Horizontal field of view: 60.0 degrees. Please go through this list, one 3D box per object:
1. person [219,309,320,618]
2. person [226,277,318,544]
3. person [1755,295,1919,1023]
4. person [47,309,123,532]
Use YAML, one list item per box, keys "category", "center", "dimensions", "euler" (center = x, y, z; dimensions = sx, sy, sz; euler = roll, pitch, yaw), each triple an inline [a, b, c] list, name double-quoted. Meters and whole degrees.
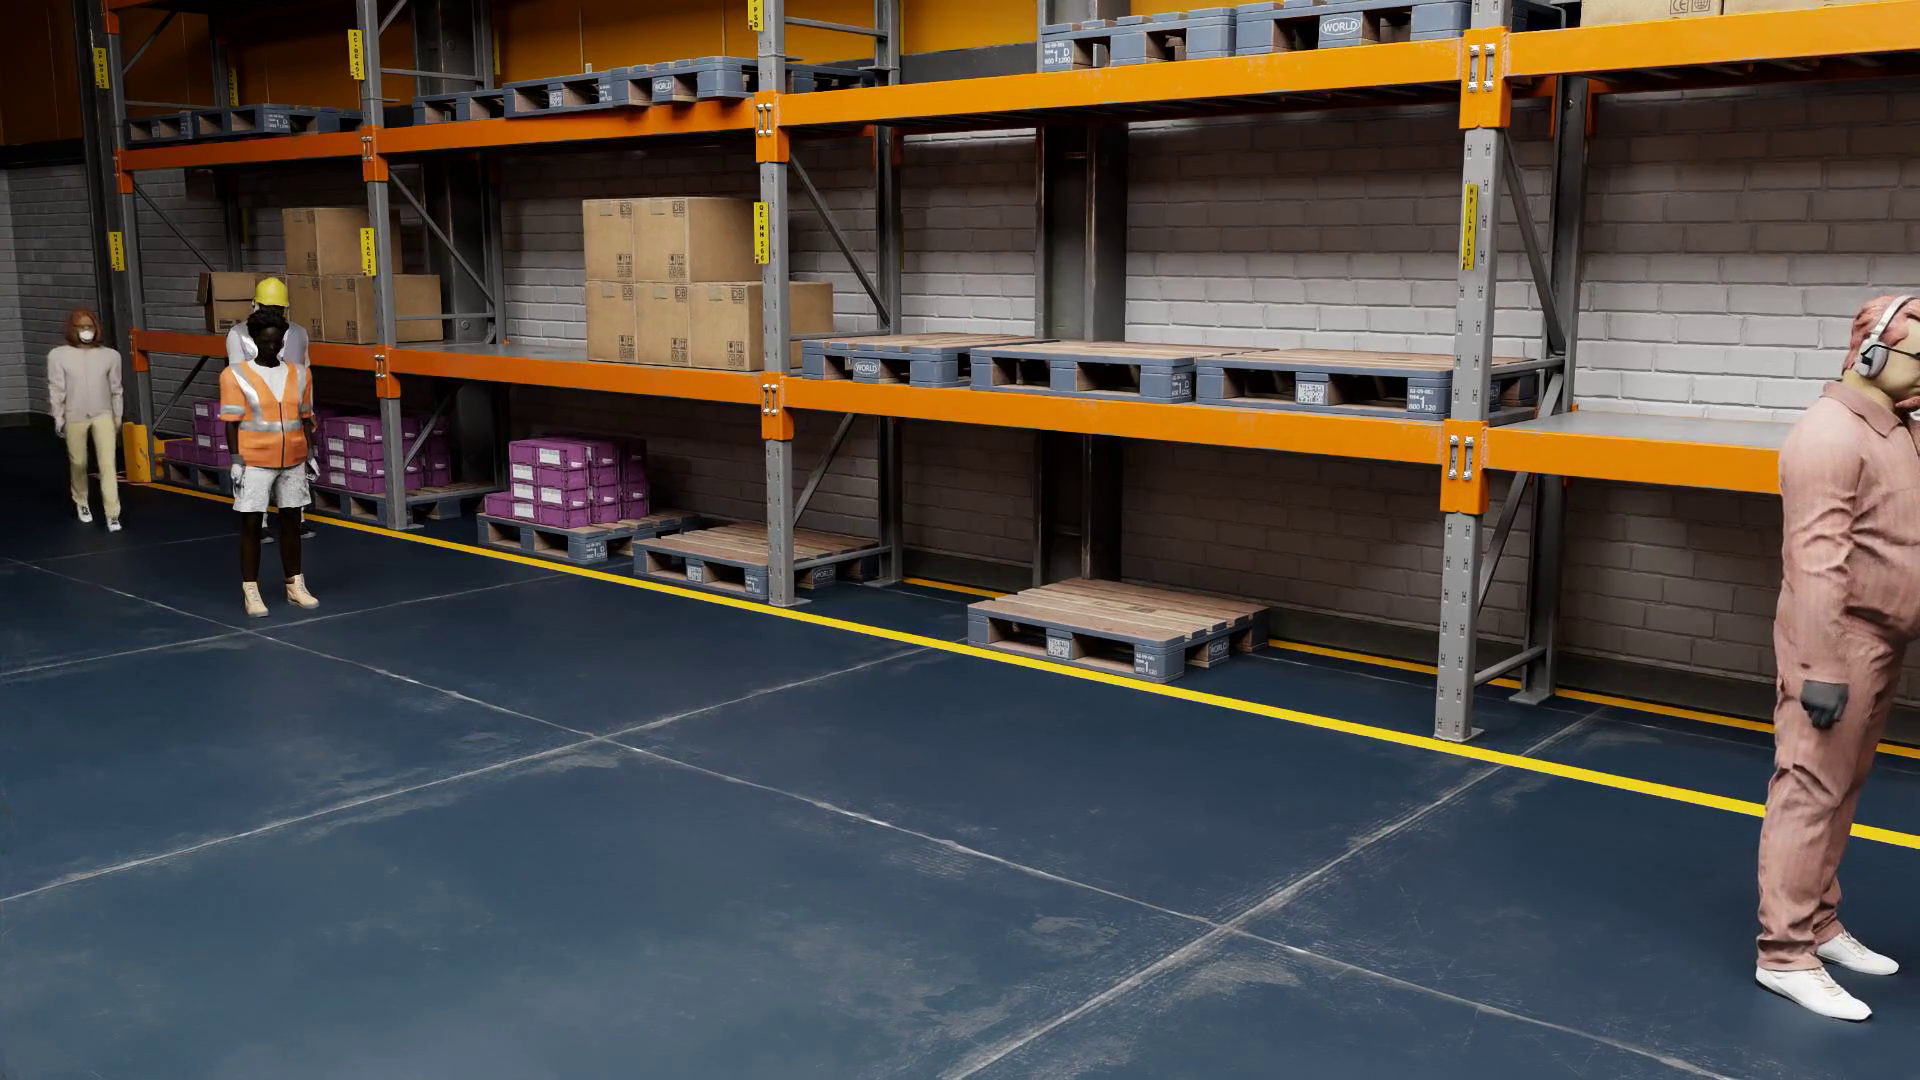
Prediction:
- category: "person"
  center: [-3.811, -0.429, 9.215]
  dimensions: [0.321, 1.692, 0.530]
  euler: [9, 13, 41]
- category: "person"
  center: [-4.728, -0.893, 11.493]
  dimensions: [0.404, 1.822, 0.587]
  euler: [9, 13, 41]
- category: "person"
  center: [2.409, 0.302, 4.466]
  dimensions: [0.403, 1.901, 0.637]
  euler: [9, 13, 41]
- category: "person"
  center: [-6.331, -0.881, 12.073]
  dimensions: [0.497, 1.594, 0.850]
  euler: [-7, 12, -34]
